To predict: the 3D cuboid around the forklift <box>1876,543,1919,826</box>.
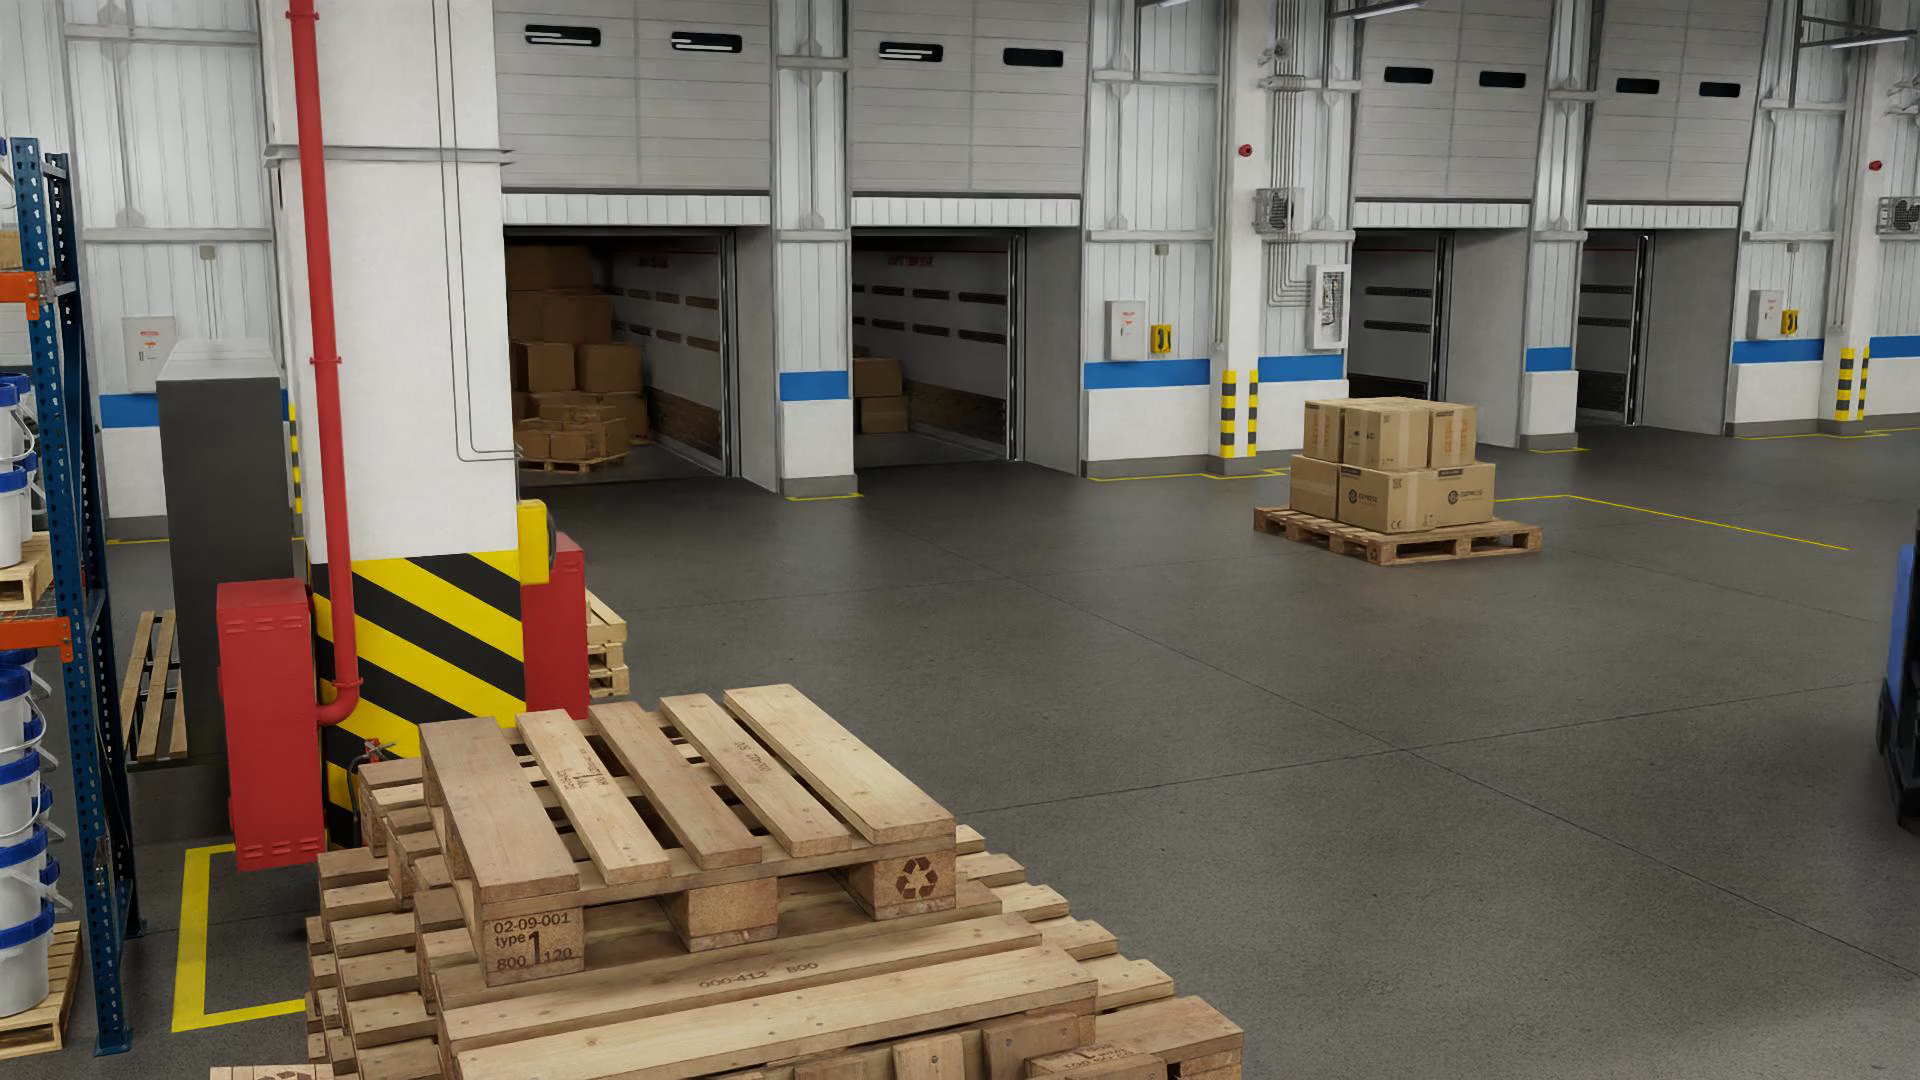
[{"bbox_3d":[5.205,-0.147,7.997,1.129,2.768,1.873,5,11,25],"label":"forklift"}]
